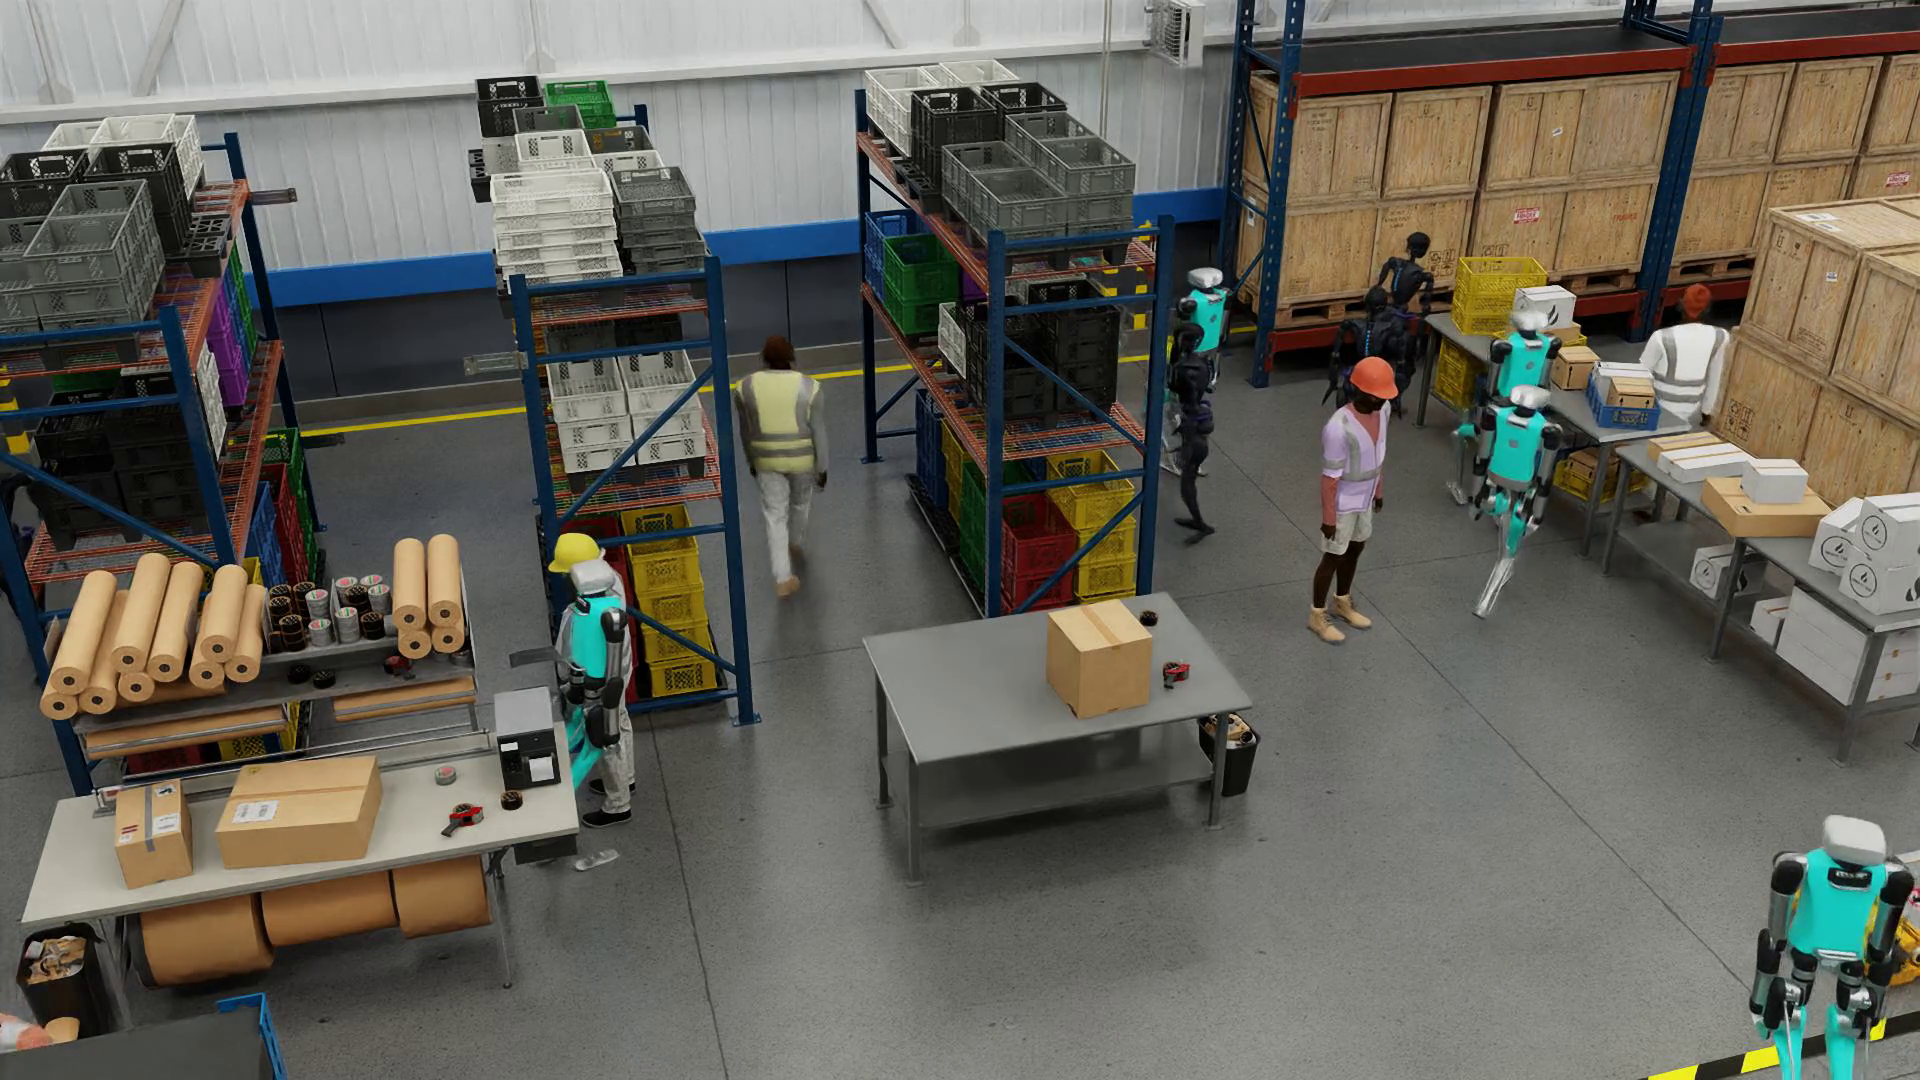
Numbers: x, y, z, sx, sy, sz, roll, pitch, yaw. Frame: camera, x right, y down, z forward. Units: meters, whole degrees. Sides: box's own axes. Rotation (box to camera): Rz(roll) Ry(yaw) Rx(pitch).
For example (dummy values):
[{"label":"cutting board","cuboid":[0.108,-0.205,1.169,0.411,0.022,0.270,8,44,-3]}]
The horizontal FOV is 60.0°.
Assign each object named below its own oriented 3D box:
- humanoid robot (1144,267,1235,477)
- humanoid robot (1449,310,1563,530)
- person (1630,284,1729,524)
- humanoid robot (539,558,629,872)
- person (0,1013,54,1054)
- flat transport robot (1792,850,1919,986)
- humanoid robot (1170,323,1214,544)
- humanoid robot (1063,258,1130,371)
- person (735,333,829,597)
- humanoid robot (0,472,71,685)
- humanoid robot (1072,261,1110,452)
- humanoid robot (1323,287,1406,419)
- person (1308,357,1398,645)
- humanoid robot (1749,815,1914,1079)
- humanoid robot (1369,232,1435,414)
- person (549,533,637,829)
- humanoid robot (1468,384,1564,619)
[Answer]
[{"label":"humanoid robot","cuboid":[1.713,-1.344,13.024,0.546,1.750,0.683,-20,34,-32]},{"label":"humanoid robot","cuboid":[3.979,-0.959,12.420,0.542,1.762,1.011,-6,29,-11]},{"label":"person","cuboid":[5.253,-1.033,12.382,0.621,1.859,0.618,-2,29,-5]},{"label":"humanoid robot","cuboid":[-2.126,0.992,8.819,0.852,1.739,0.558,-19,34,-31]},{"label":"person","cuboid":[-3.533,2.268,6.315,0.692,1.931,0.374,5,29,10]},{"label":"flat transport robot","cuboid":[5.163,1.916,8.676,1.431,0.231,0.659,-8,30,-14]},{"label":"humanoid robot","cuboid":[1.711,-0.796,12.143,0.389,1.643,0.599,1,29,2]},{"label":"humanoid robot","cuboid":[1.198,-1.993,14.370,0.781,1.878,0.571,4,29,7]},{"label":"person","cuboid":[-1.219,-0.538,11.593,0.628,1.777,0.980,-3,29,-5]},{"label":"humanoid robot","cuboid":[-6.032,0.063,10.617,0.593,1.624,0.775,-6,29,-10]},{"label":"humanoid robot","cuboid":[0.918,-1.506,13.497,0.589,1.615,0.829,-18,34,-29]},{"label":"humanoid robot","cuboid":[3.123,-1.170,12.822,0.611,1.646,0.463,10,30,17]},{"label":"person","cuboid":[2.565,-0.256,10.809,0.608,2.030,0.410,-25,37,-37]},{"label":"humanoid robot","cuboid":[3.577,2.081,6.899,0.536,1.811,0.815,5,29,9]},{"label":"humanoid robot","cuboid":[3.639,-1.791,13.963,0.432,1.639,0.615,-22,35,-34]},{"label":"person","cuboid":[-2.002,0.760,9.162,0.404,1.826,0.585,-1,29,-1]},{"label":"humanoid robot","cuboid":[3.744,-0.298,11.188,0.550,1.726,1.047,20,35,32]}]
